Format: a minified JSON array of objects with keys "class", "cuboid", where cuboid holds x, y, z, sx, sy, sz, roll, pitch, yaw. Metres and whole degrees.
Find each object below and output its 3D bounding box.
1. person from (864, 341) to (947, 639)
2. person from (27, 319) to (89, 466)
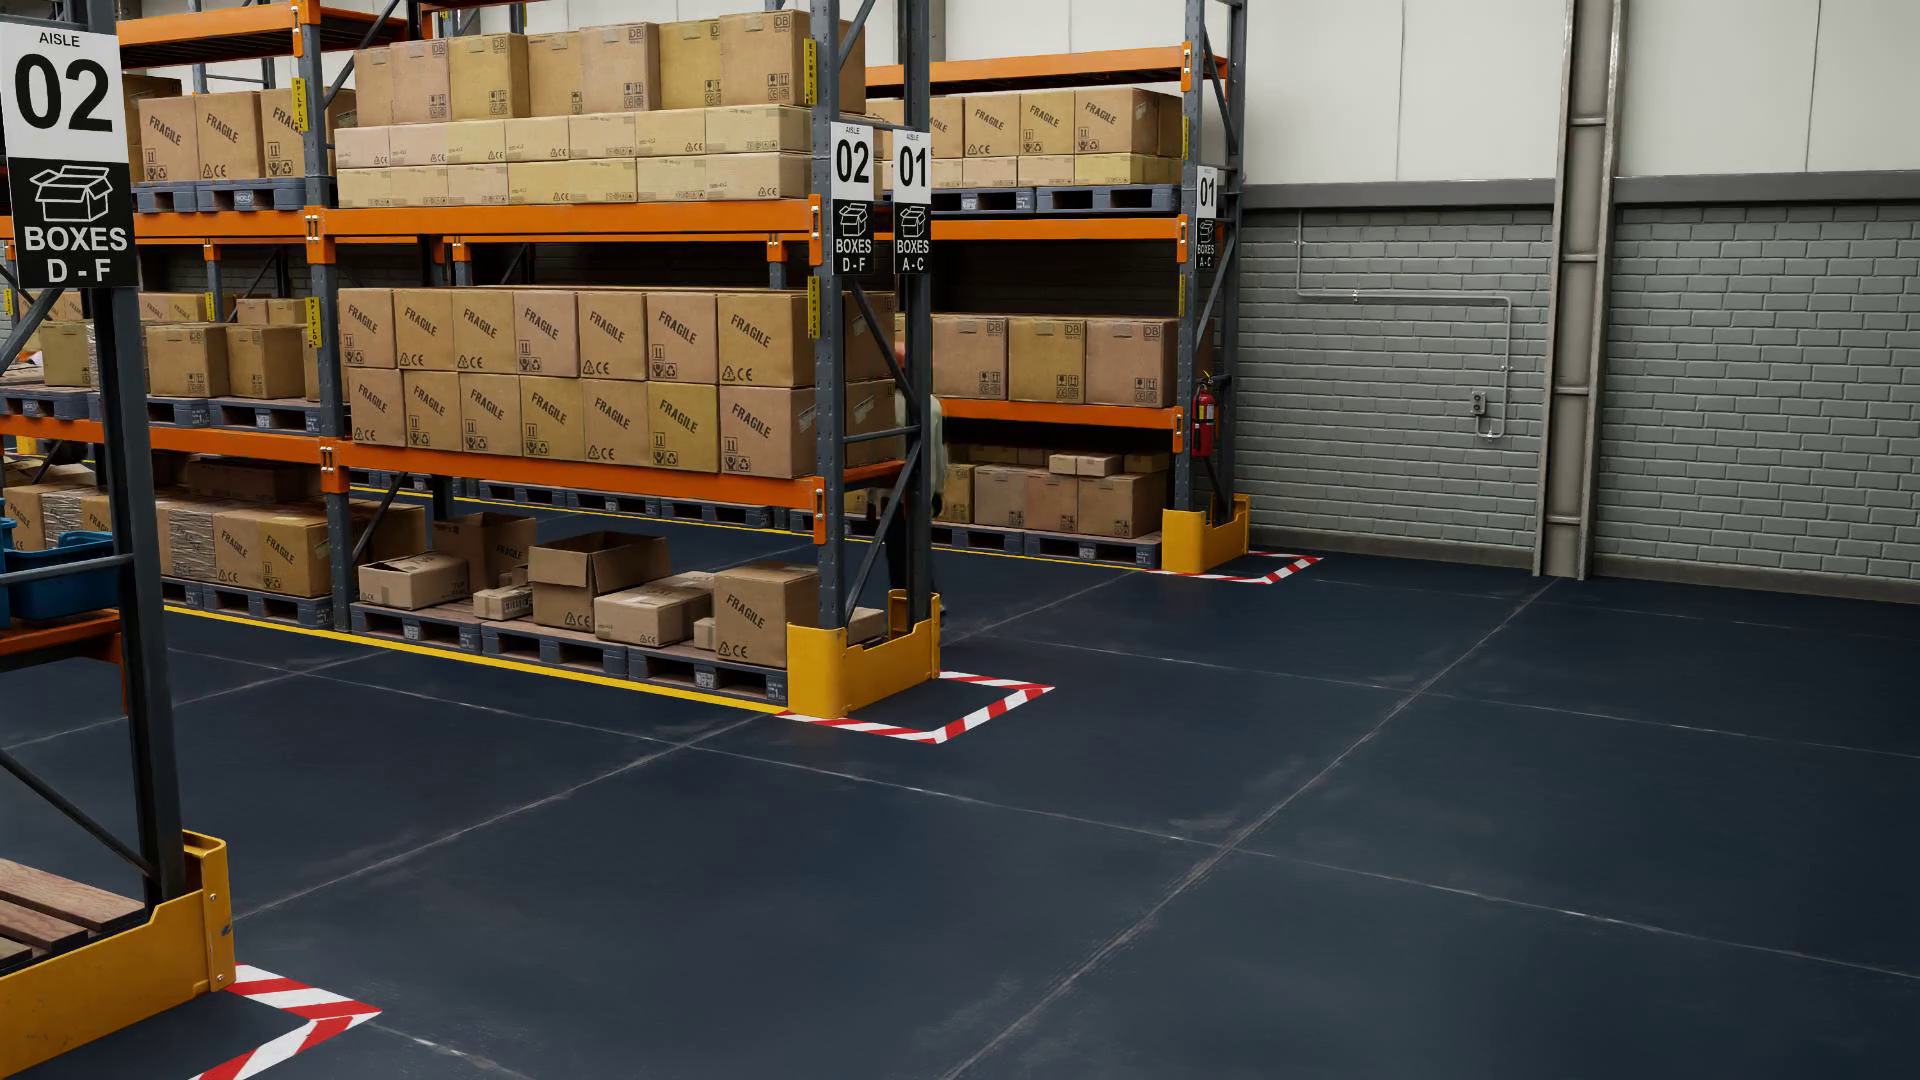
[{"class":"person","cuboid":[-0.380,-0.308,10.910,0.433,1.980,0.645,9,13,42]},{"class":"person","cuboid":[-9.112,-1.279,16.813,0.588,1.904,0.604,5,11,28]}]
